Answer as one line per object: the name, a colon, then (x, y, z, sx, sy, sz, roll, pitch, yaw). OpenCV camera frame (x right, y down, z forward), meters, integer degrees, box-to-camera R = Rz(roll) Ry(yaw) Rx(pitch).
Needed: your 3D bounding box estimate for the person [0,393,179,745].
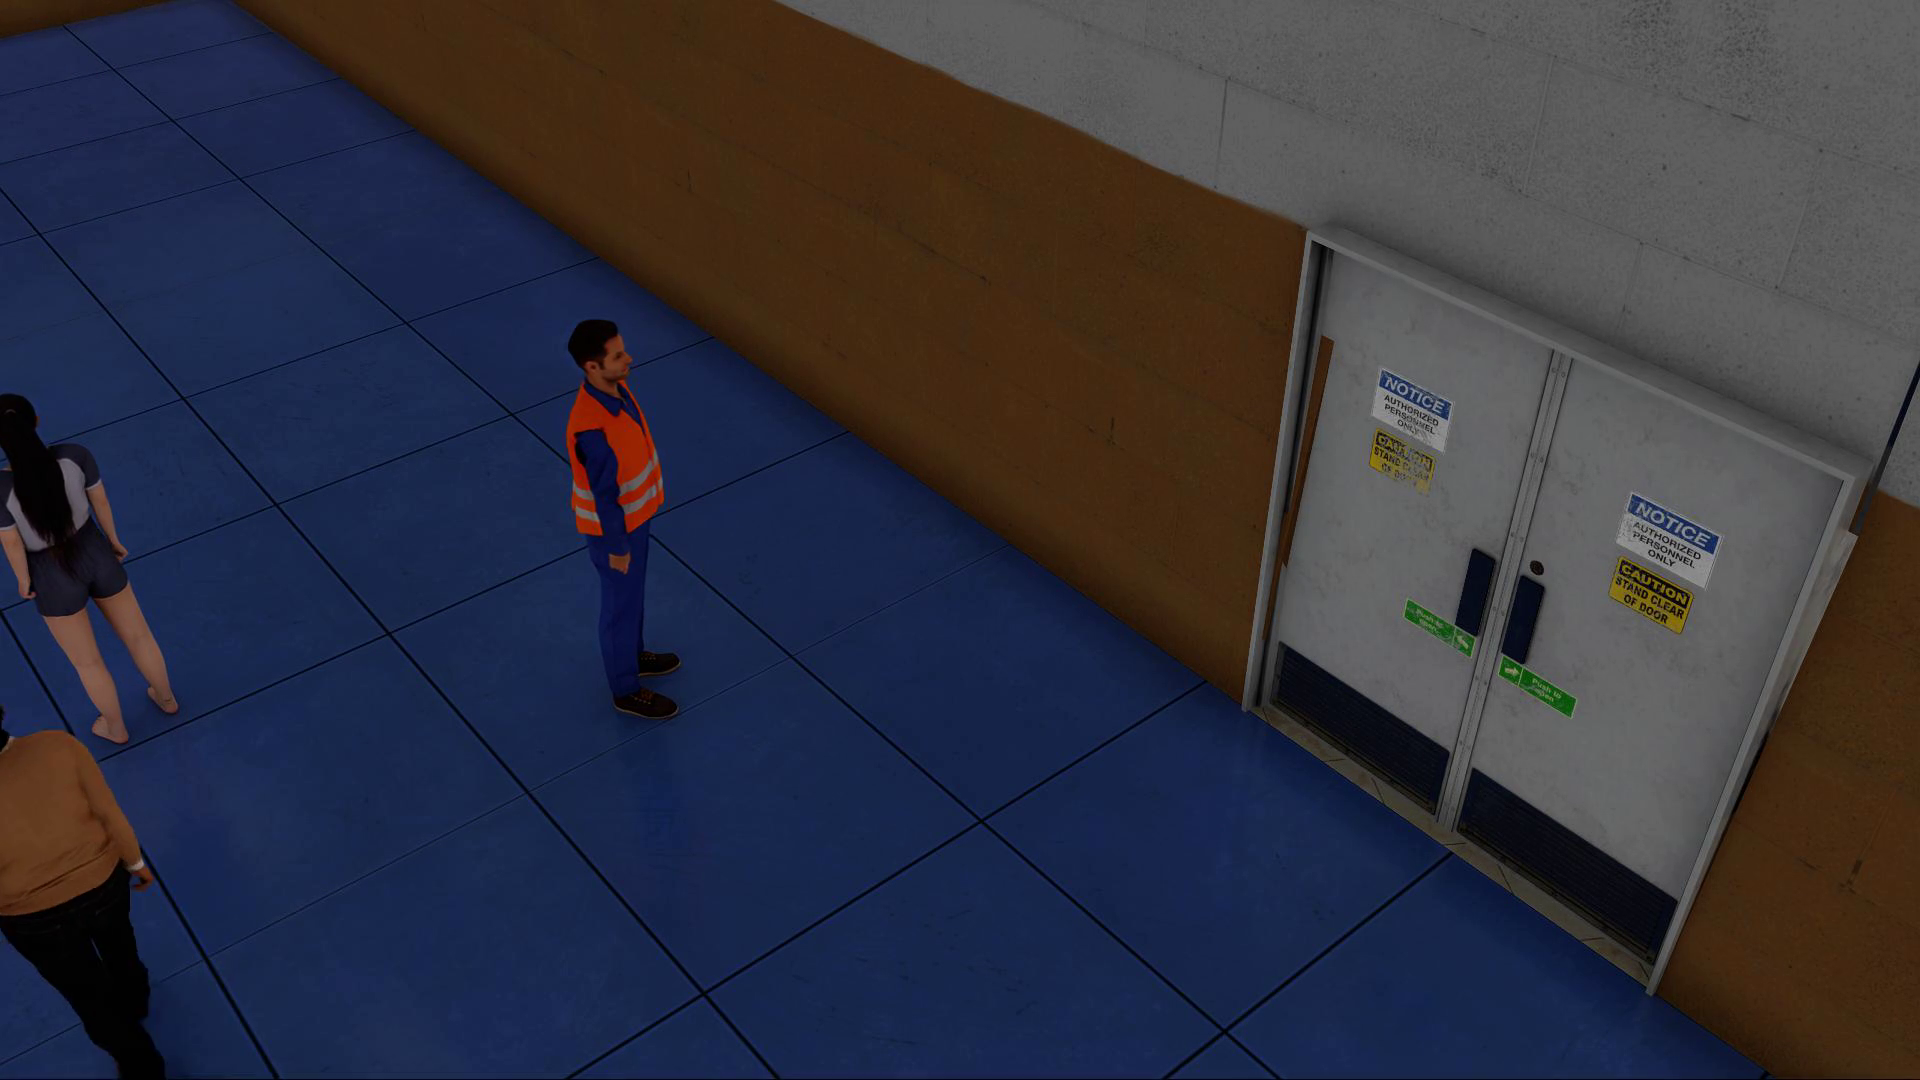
person: (-3.576, 0.127, 6.730, 0.686, 1.650, 0.503, 26, 44, 30)

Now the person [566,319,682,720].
person: (-1.400, -0.090, 6.840, 0.821, 1.863, 0.788, -2, 37, -2)

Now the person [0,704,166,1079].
person: (-2.808, 1.168, 5.270, 0.813, 1.737, 0.862, 28, 45, 32)
